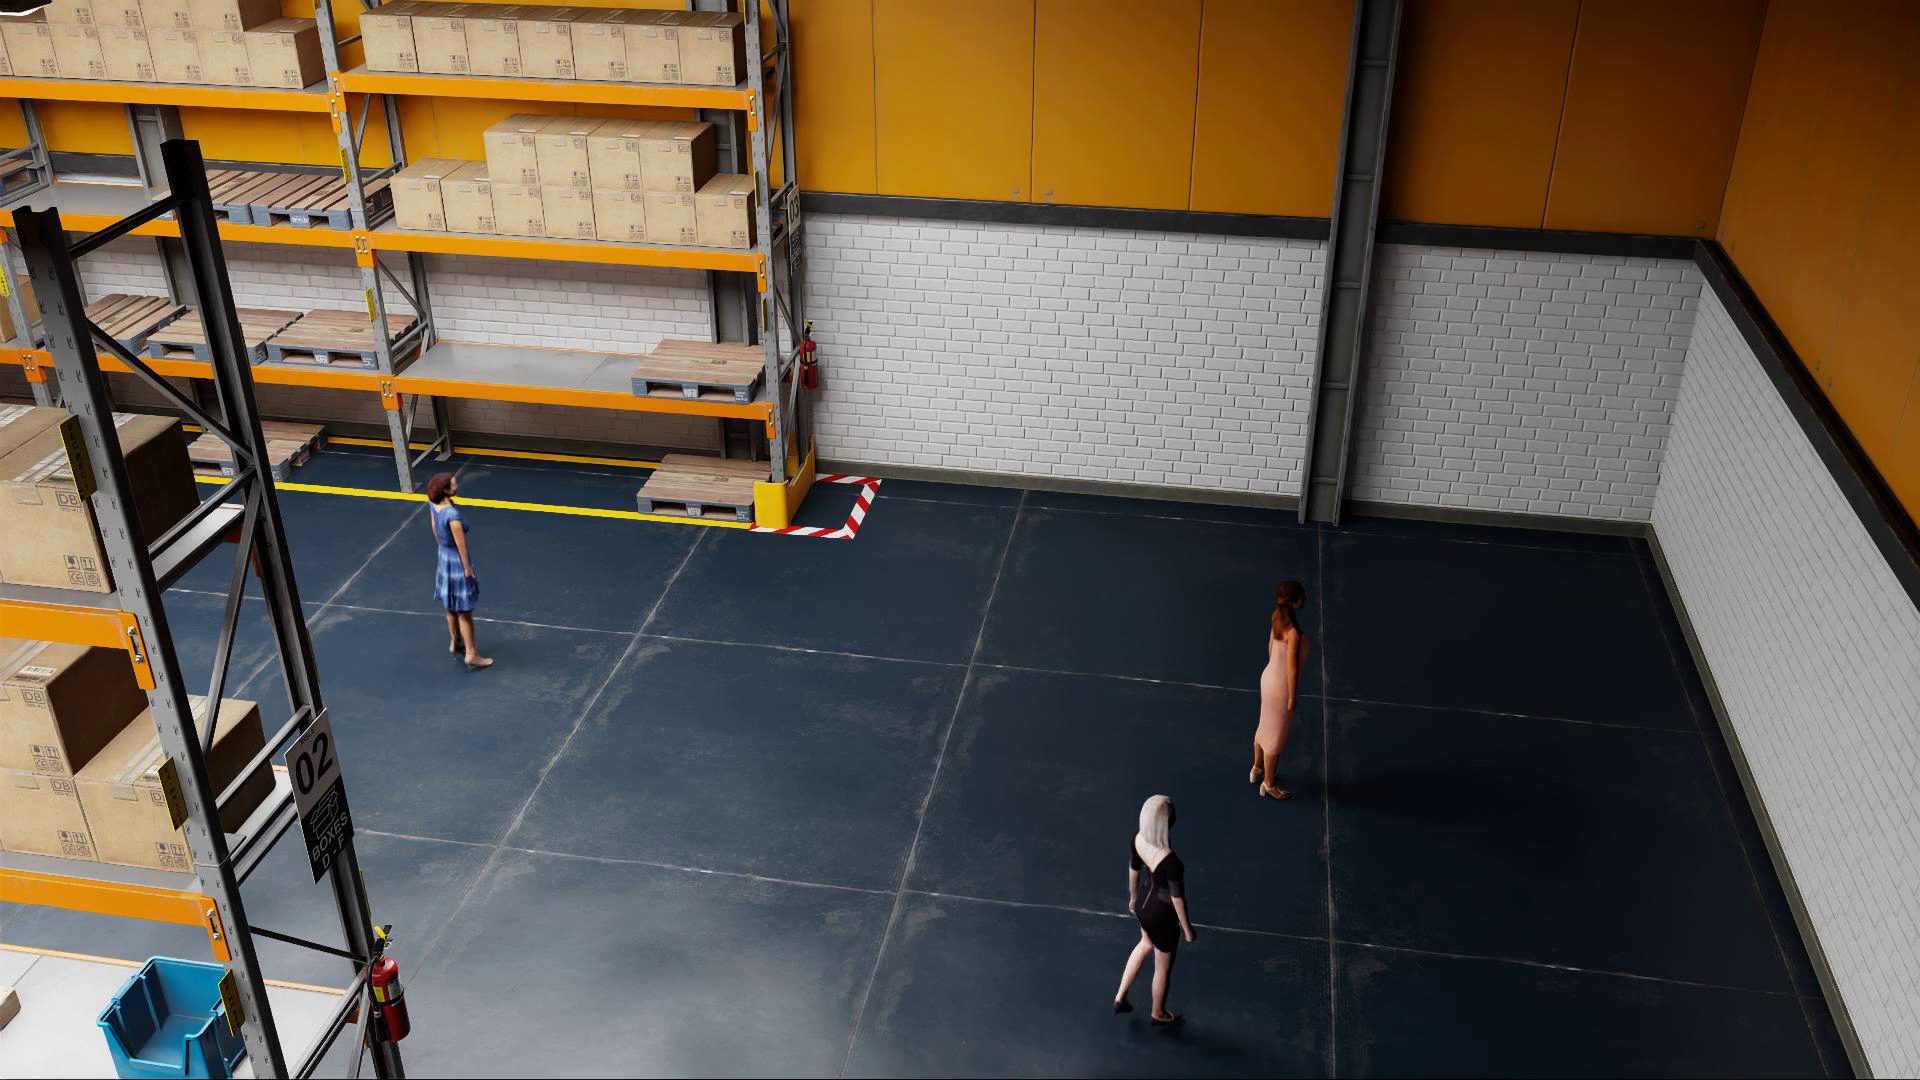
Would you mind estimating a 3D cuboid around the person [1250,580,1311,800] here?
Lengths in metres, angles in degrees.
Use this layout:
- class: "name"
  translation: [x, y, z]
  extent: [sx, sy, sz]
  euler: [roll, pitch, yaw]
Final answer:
- class: "person"
  translation: [2.379, 1.100, 12.406]
  extent: [0.616, 1.831, 0.641]
  euler: [-4, 29, -8]

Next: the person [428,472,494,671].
- class: "person"
  translation: [-4.234, 0.247, 13.995]
  extent: [0.819, 1.805, 0.732]
  euler: [-24, 36, -36]

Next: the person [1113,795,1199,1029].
- class: "person"
  translation: [1.156, 2.328, 10.161]
  extent: [0.840, 1.824, 0.780]
  euler: [-16, 33, -27]
